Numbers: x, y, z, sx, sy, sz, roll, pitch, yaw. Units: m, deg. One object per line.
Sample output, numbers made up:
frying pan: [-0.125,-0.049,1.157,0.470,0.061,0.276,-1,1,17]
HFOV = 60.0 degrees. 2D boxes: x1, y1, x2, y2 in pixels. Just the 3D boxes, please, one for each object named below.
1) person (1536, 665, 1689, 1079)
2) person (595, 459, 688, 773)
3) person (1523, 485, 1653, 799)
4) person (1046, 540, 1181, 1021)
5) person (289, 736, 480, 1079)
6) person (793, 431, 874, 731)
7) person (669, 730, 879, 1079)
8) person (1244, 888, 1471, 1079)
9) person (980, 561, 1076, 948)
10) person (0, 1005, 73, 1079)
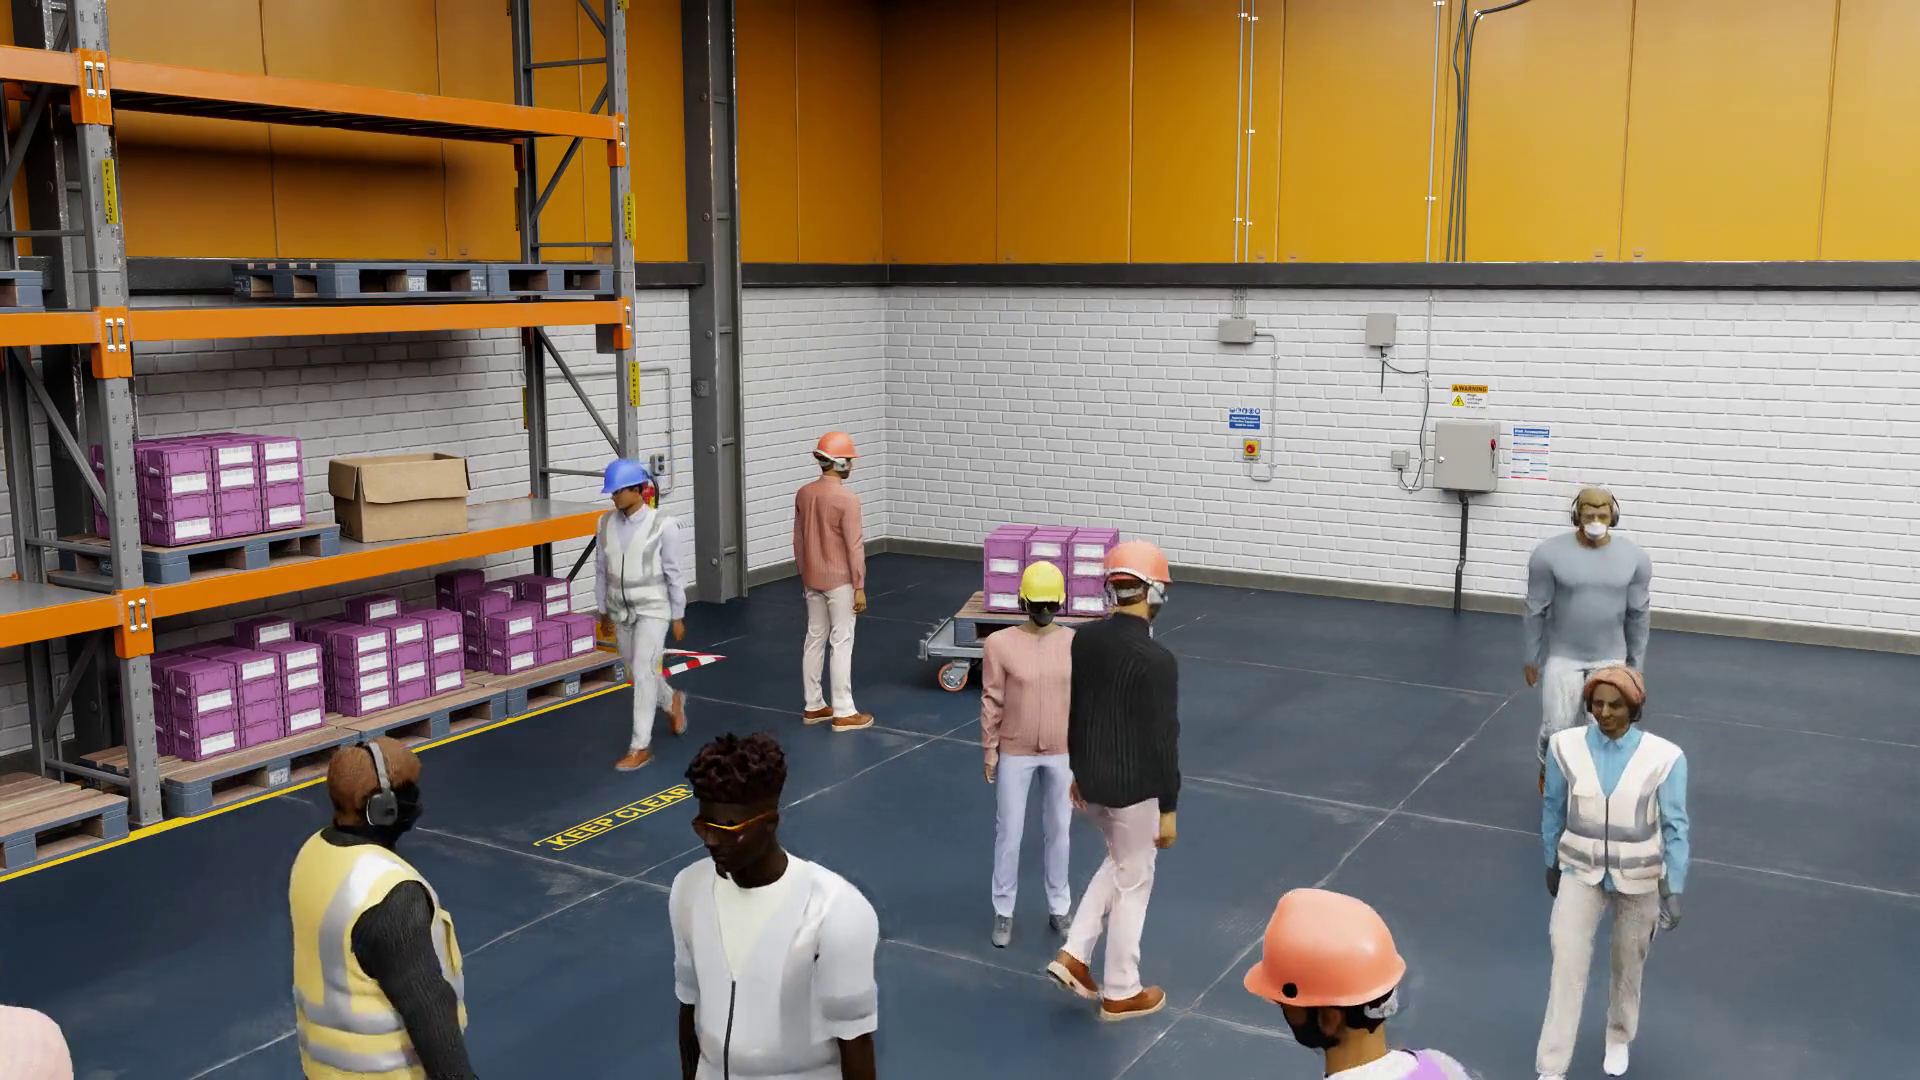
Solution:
person: [2.364,1.266,6.076,0.531,1.601,0.816,5,10,30]
person: [-1.967,0.422,10.424,0.630,1.913,0.871,4,10,24]
person: [3.380,0.637,9.030,0.643,1.924,0.644,2,9,11]
person: [0.675,0.984,6.695,0.456,1.968,0.651,-6,11,-32]
person: [-1.614,1.425,4.499,0.951,1.802,0.626,-6,11,-34]
person: [-0.839,0.268,11.097,0.623,1.989,0.399,9,13,43]
person: [-0.432,1.404,4.135,0.642,1.948,0.508,6,11,31]
person: [0.799,1.599,3.131,0.553,1.899,0.931,-7,11,-36]
person: [0.352,0.959,7.503,0.522,1.765,0.317,-1,9,-8]
person: [-2.090,1.565,3.336,0.646,1.890,0.538,-3,10,-18]
